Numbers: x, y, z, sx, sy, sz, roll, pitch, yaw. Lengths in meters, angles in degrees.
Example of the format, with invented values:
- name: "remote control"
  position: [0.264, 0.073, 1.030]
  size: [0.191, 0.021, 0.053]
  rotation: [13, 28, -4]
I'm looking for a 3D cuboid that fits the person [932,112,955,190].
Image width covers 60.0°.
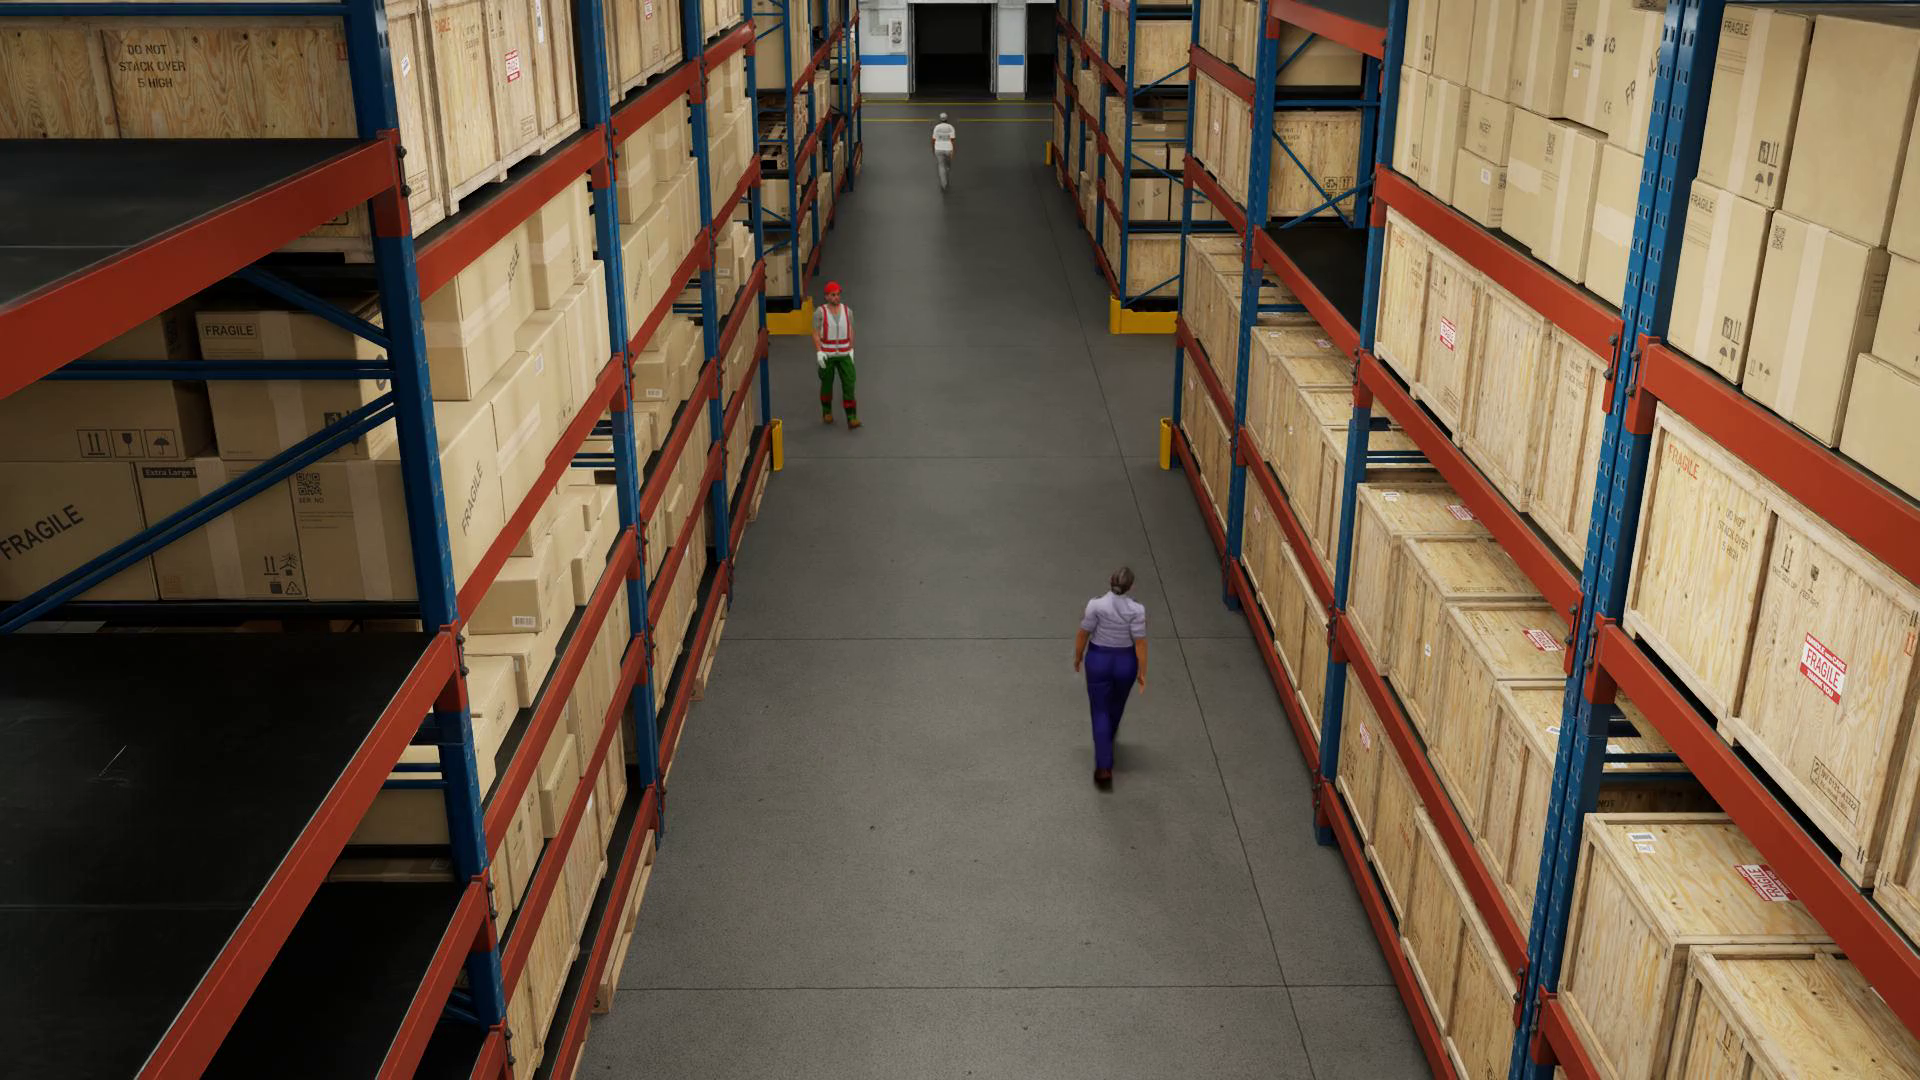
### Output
- name: "person"
  position: [-0.383, -8.468, 36.128]
  size: [0.483, 1.623, 0.966]
  rotation: [-5, 22, -12]

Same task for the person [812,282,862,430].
- name: "person"
  position: [-1.483, -2.208, 20.053]
  size: [0.547, 1.758, 0.877]
  rotation: [-6, 22, -16]

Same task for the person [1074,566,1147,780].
- name: "person"
  position: [1.115, 0.924, 12.359]
  size: [0.511, 1.597, 0.984]
  rotation: [-1, 22, -2]
